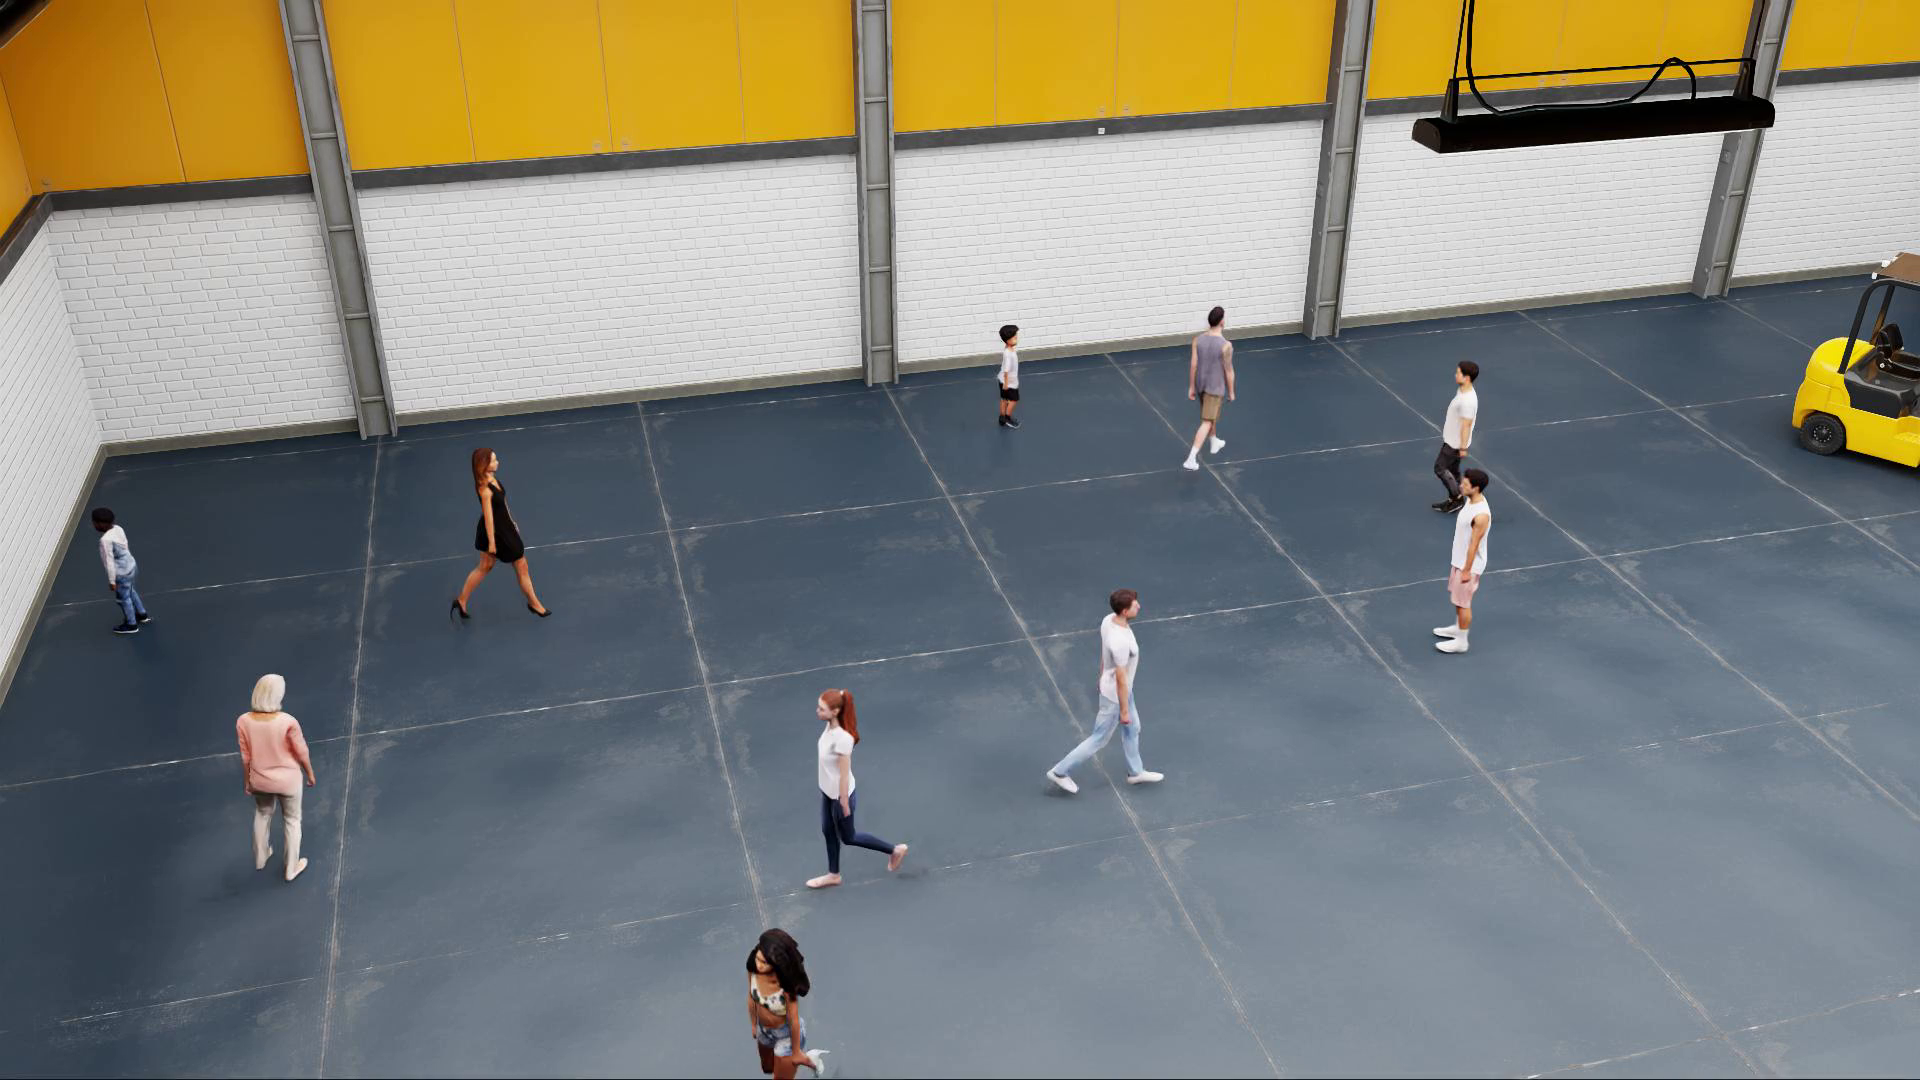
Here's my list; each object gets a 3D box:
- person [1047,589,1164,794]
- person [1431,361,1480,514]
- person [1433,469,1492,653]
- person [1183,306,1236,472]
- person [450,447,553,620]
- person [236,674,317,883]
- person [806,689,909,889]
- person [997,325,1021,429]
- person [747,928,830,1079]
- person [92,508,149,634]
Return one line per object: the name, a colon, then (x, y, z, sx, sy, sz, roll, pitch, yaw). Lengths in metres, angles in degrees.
person: (1.118, 1.218, 13.006, 1.243, 1.819, 0.845, -1, 29, -2)
person: (5.242, -1.054, 17.283, 0.794, 1.711, 0.757, 8, 30, 14)
person: (4.585, 0.178, 14.953, 0.711, 1.782, 0.724, 4, 29, 7)
person: (2.678, -1.607, 18.025, 1.122, 1.809, 1.279, 20, 34, 32)
person: (-4.348, -0.004, 15.275, 1.118, 1.792, 0.555, -7, 29, -13)
person: (-5.027, 1.763, 12.138, 0.606, 1.695, 0.833, -7, 29, -12)
person: (-0.770, 1.808, 12.030, 0.985, 1.717, 0.581, -6, 29, -10)
person: (0.505, -1.908, 19.332, 0.543, 1.249, 0.531, -1, 29, -1)
person: (-1.034, 2.954, 10.040, 0.845, 1.611, 0.948, 20, 34, 32)
person: (-7.727, 0.272, 15.328, 0.572, 1.256, 0.537, -1, 29, -1)
